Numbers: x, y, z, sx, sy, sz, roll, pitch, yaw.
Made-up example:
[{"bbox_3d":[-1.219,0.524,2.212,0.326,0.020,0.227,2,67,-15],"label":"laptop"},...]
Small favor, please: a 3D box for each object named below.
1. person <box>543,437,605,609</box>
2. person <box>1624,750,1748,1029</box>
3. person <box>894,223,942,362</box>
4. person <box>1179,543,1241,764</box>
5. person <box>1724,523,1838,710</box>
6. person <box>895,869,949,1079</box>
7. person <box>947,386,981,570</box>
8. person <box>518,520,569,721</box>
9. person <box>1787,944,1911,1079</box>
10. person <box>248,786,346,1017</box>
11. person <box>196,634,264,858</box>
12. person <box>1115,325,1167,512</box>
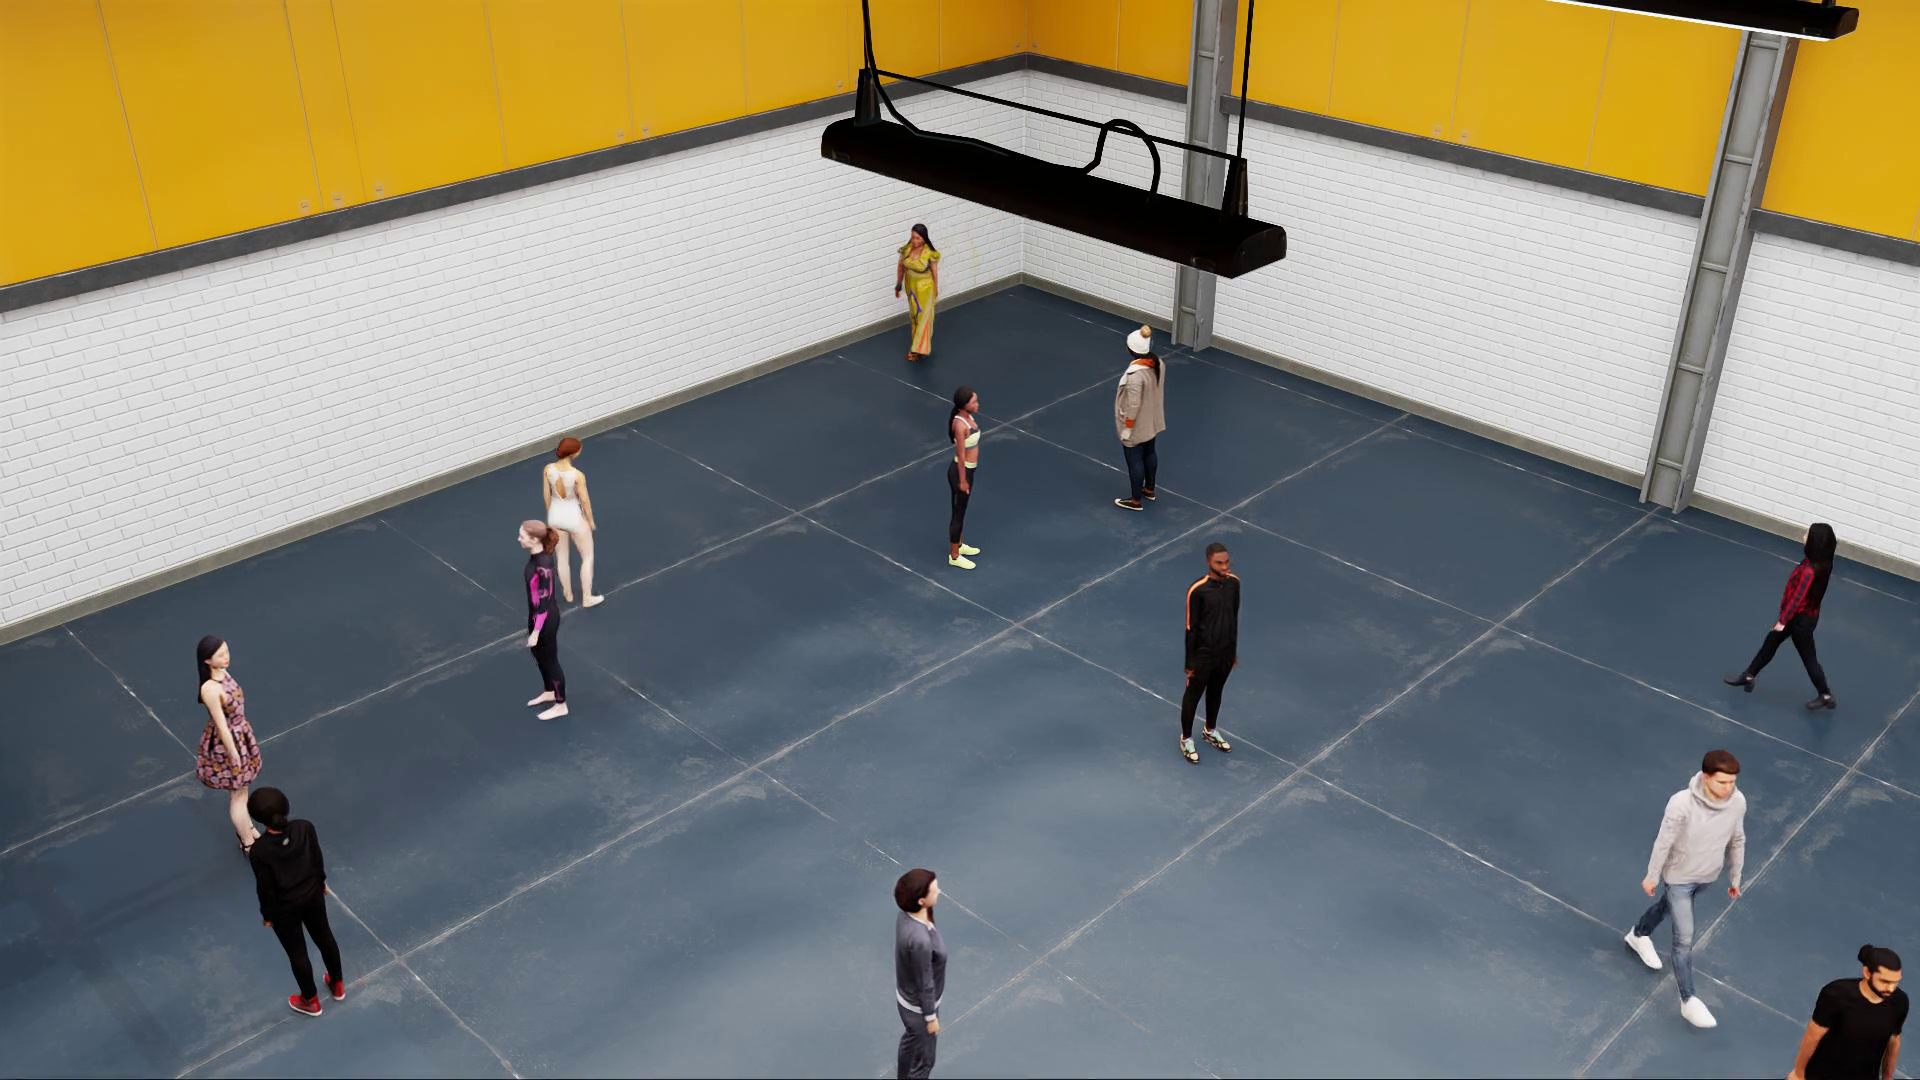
[{"bbox_3d":[-3.467,-0.175,14.652,0.657,1.629,0.748,-2,29,-4],"label":"person"},{"bbox_3d":[4.521,2.031,10.420,1.098,1.810,1.304,-7,29,-13],"label":"person"},{"bbox_3d":[-0.461,-2.995,19.855,1.296,1.598,1.112,12,31,21],"label":"person"},{"bbox_3d":[1.899,0.827,12.629,0.686,1.808,0.636,-14,32,-24],"label":"person"},{"bbox_3d":[6.743,0.653,13.153,1.123,1.612,0.756,17,33,28],"label":"person"},{"bbox_3d":[-0.241,2.593,9.432,0.732,1.768,0.626,-6,29,-10],"label":"person"},{"bbox_3d":[0.010,-0.600,15.302,0.670,1.754,0.644,5,29,10],"label":"person"},{"bbox_3d":[-3.226,0.618,13.076,0.739,1.748,0.674,-11,31,-19],"label":"person"},{"bbox_3d":[4.724,2.834,9.008,0.771,1.753,0.825,-1,29,-2],"label":"person"},{"bbox_3d":[-4.090,2.210,10.235,0.529,1.673,0.614,21,35,34],"label":"person"},{"bbox_3d":[-5.051,1.439,11.542,0.847,1.775,0.762,-8,30,-15],"label":"person"},{"bbox_3d":[1.778,-1.215,16.271,0.704,1.906,0.721,19,34,31],"label":"person"}]
